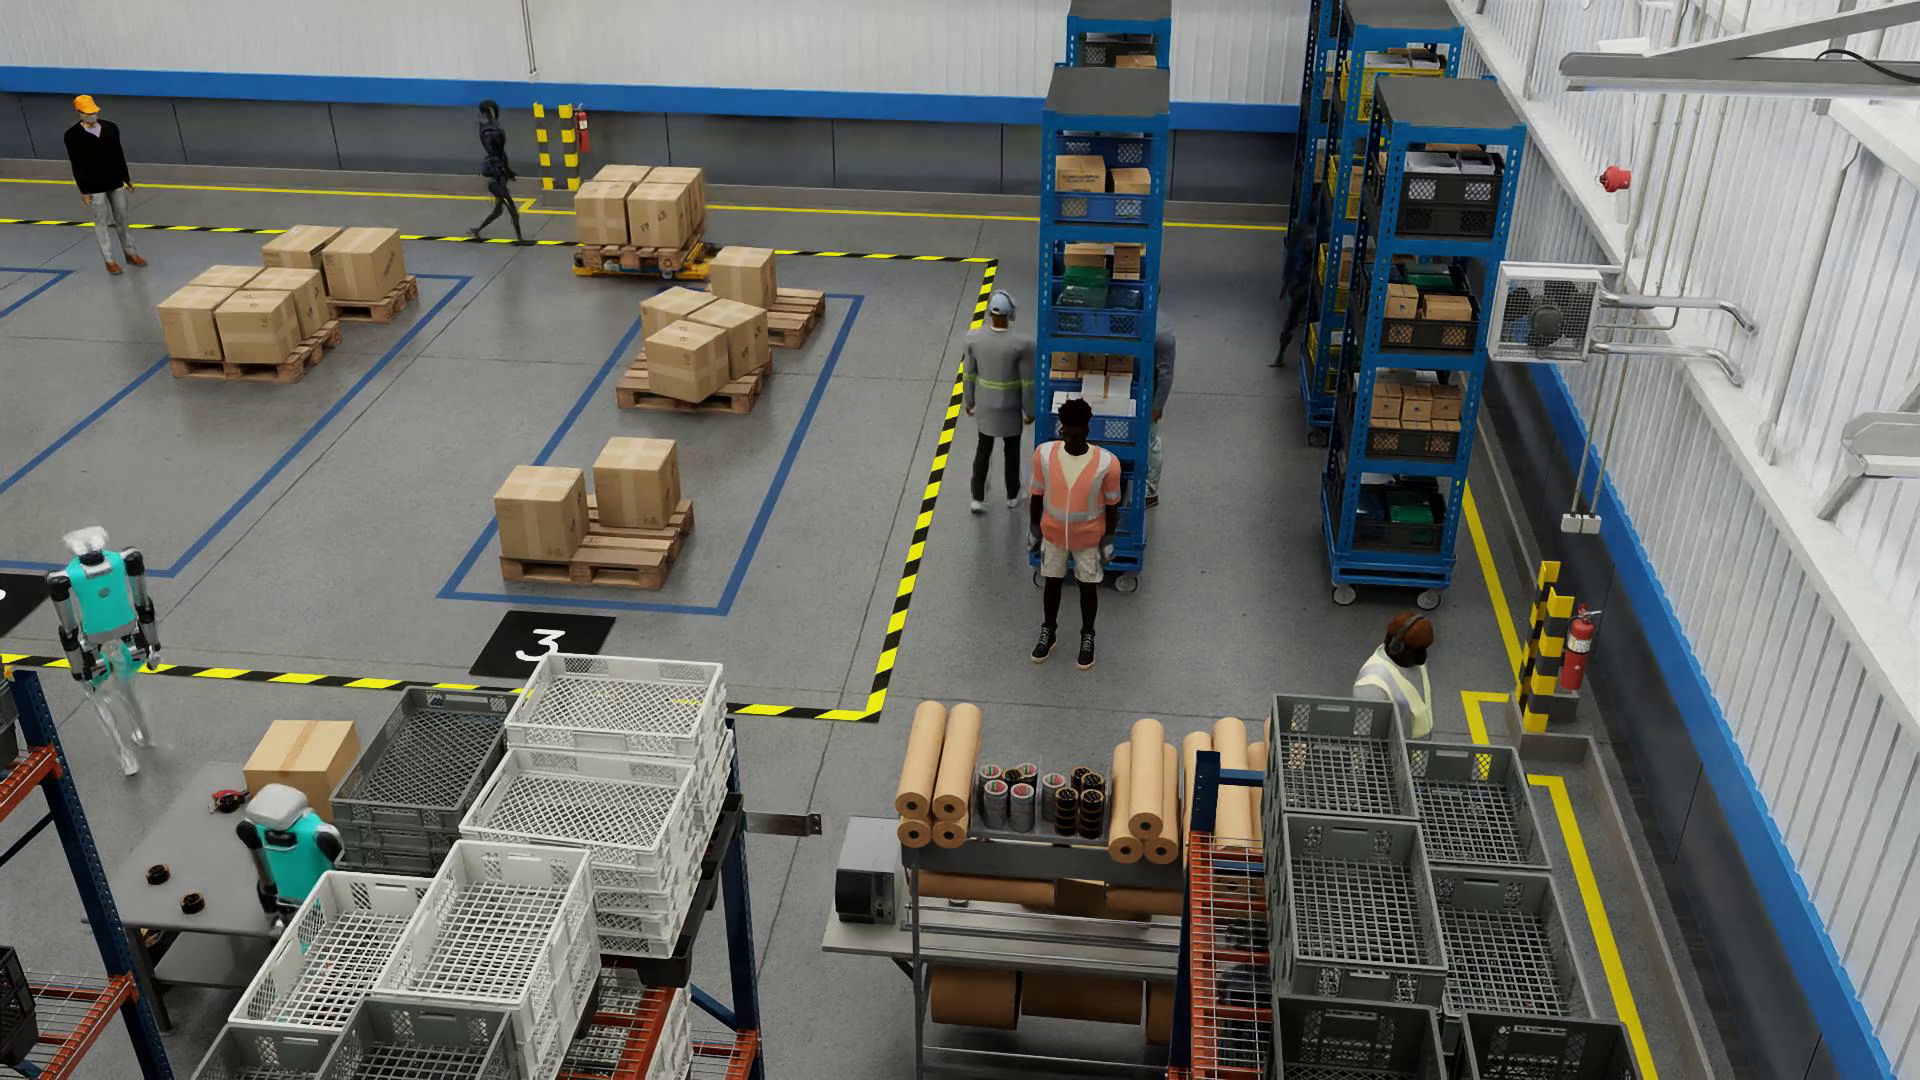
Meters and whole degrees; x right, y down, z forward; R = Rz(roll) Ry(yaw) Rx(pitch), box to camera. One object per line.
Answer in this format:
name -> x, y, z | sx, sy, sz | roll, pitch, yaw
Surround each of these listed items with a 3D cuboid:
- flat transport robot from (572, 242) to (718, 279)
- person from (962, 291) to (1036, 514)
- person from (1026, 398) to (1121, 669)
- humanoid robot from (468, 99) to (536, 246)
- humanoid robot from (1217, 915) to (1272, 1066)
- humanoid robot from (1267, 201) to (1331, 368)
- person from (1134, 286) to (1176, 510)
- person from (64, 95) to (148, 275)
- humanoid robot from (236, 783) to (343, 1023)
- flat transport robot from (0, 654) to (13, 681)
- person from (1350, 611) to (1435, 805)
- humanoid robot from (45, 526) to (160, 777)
flat transport robot -> -3.378, -3.033, 17.855 | 1.431, 0.197, 0.652 | 3, 30, 6
person -> 0.303, -1.042, 12.922 | 0.599, 1.856, 0.654 | 10, 32, 17
person -> 0.743, -0.042, 11.059 | 0.612, 1.964, 0.361 | 9, 31, 14
humanoid robot -> -5.110, -4.002, 18.200 | 0.748, 1.646, 0.591 | -2, 30, -3
humanoid robot -> 1.309, 2.356, 7.242 | 0.569, 1.634, 0.618 | 12, 32, 19
humanoid robot -> 3.206, -2.312, 15.278 | 0.599, 1.633, 0.745 | 24, 38, 34
person -> 1.419, -1.155, 12.998 | 0.358, 1.937, 0.637 | -12, 32, -20
person -> -8.995, -3.749, 17.508 | 0.386, 1.883, 0.586 | 20, 35, 30
humanoid robot -> -3.089, 2.006, 7.795 | 0.563, 1.808, 0.742 | 7, 31, 12
flat transport robot -> -7.142, 0.969, 11.010 | 1.431, 0.231, 0.659 | 3, 30, 6
person -> 2.332, 1.185, 9.082 | 0.430, 1.837, 0.620 | 18, 35, 28
humanoid robot -> -5.217, 0.659, 10.139 | 0.544, 1.839, 0.854 | -26, 39, -37
